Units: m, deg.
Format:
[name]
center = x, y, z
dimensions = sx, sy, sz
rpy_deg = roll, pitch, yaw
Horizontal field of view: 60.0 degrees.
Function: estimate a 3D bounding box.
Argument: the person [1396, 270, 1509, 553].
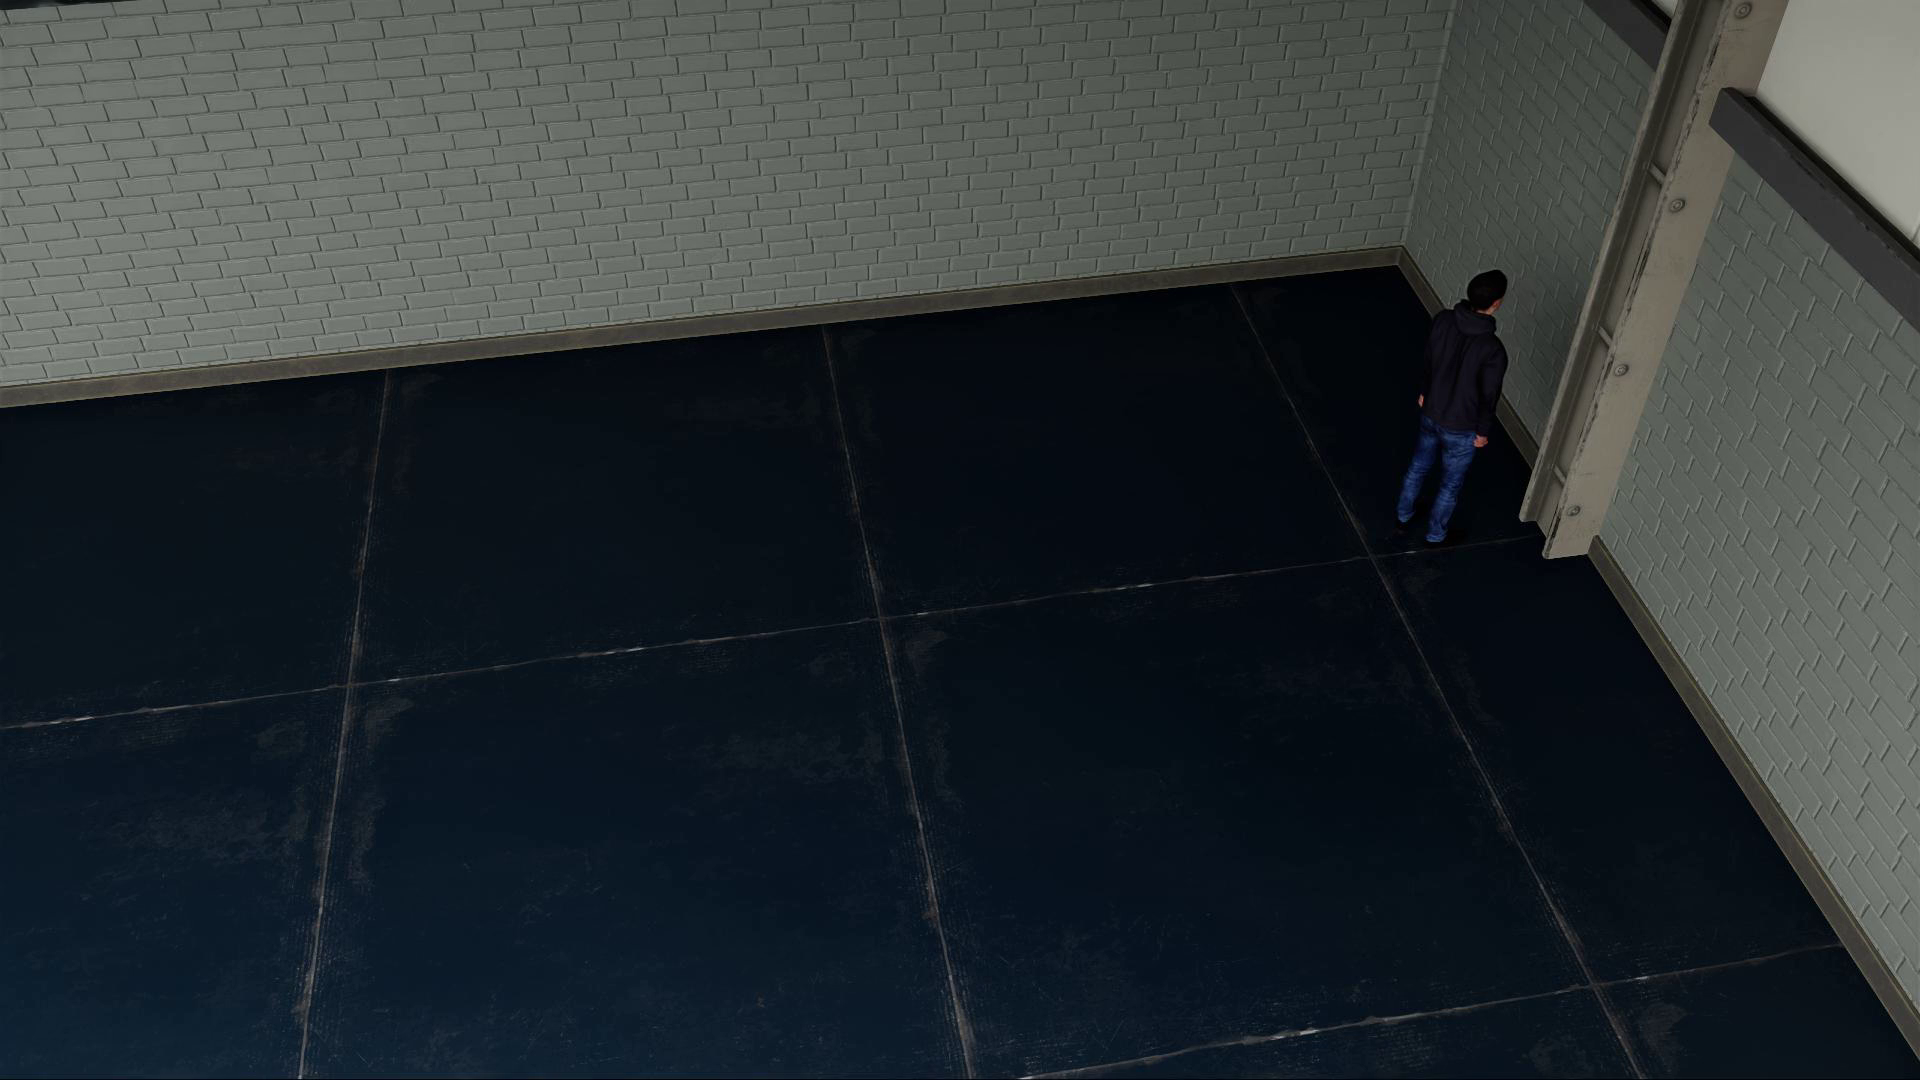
[person]
center = 2.824, -0.727, 9.557
dimensions = 0.816, 1.894, 0.677
rpy_deg = -27, 49, -26
